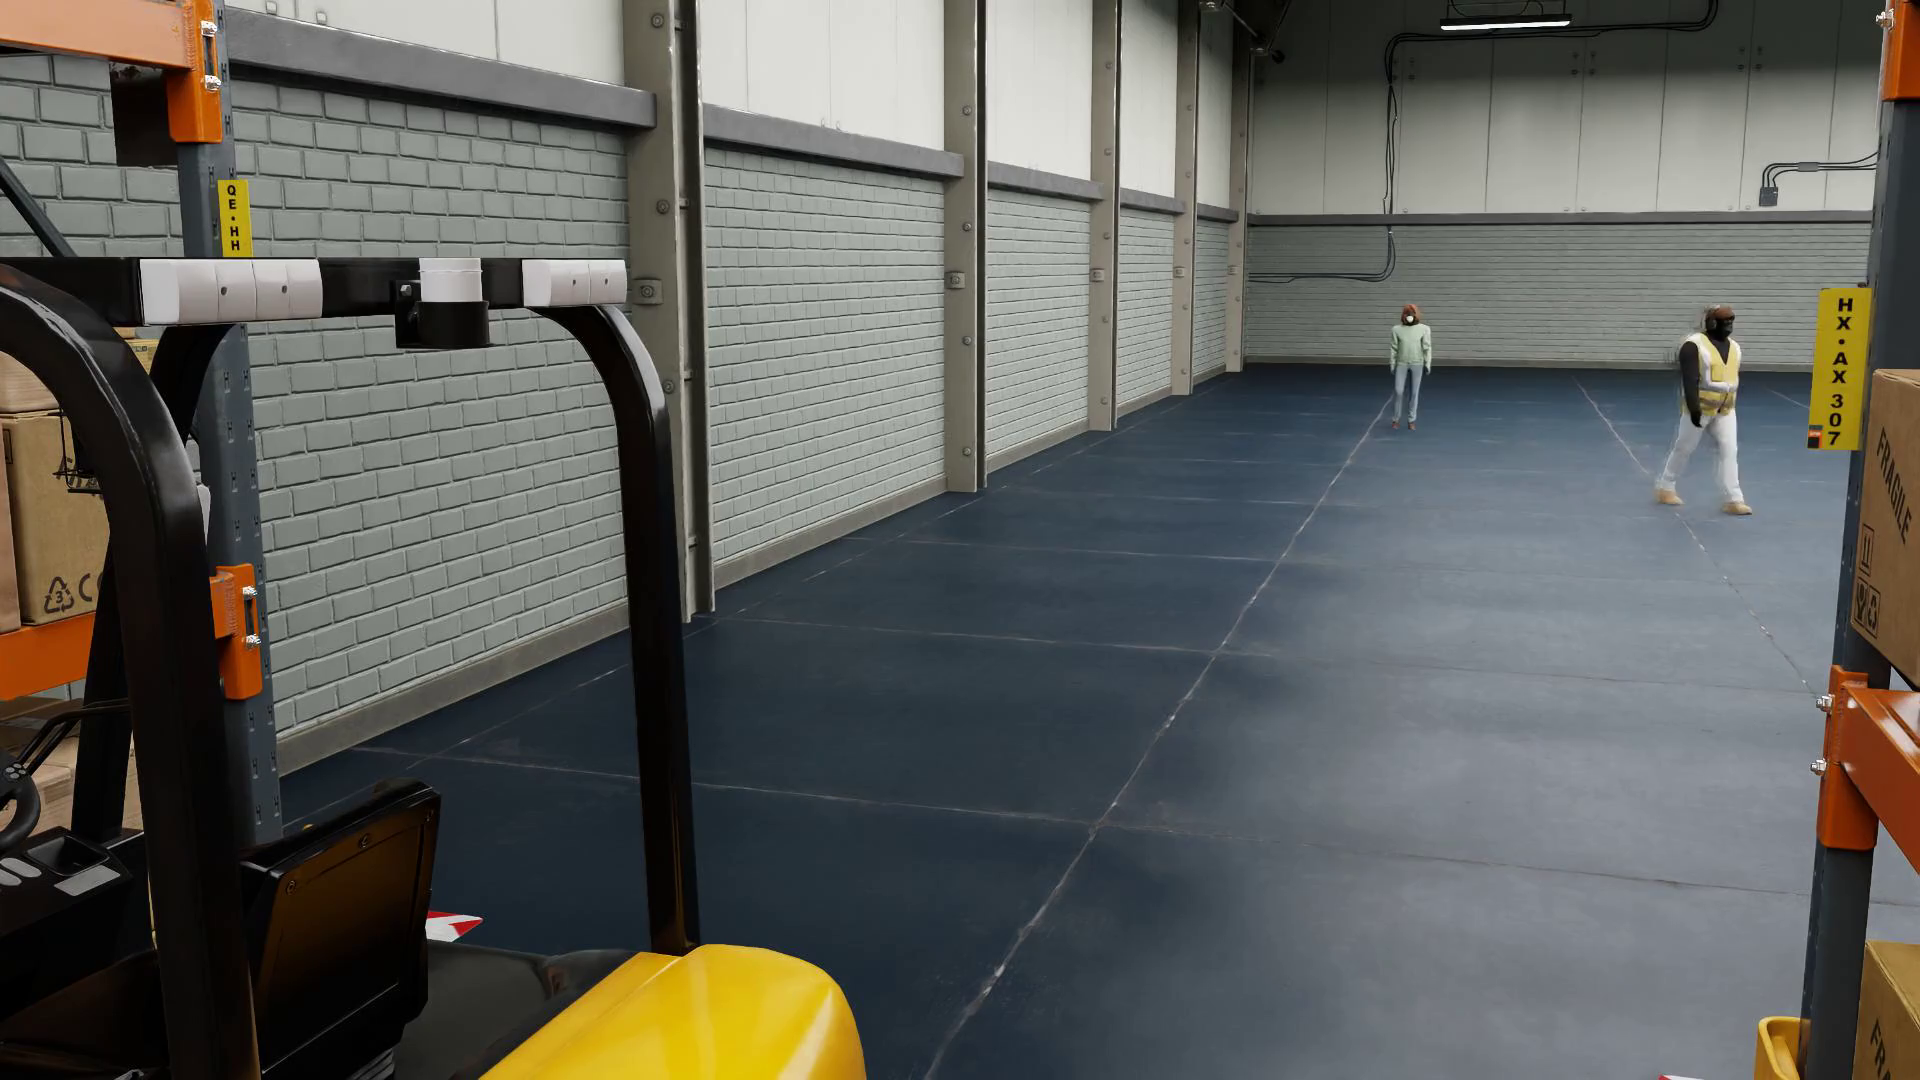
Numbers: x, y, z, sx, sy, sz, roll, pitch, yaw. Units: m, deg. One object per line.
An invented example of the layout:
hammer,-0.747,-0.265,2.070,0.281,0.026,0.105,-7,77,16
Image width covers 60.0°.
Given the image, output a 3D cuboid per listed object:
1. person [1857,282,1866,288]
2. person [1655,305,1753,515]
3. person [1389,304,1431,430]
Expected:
person,14.280,-3.185,26.498,0.848,1.833,0.544,3,10,17
person,6.525,-1.150,14.516,0.619,1.802,0.952,-3,10,-15
person,5.804,-2.231,21.460,0.516,1.626,0.366,2,10,13
